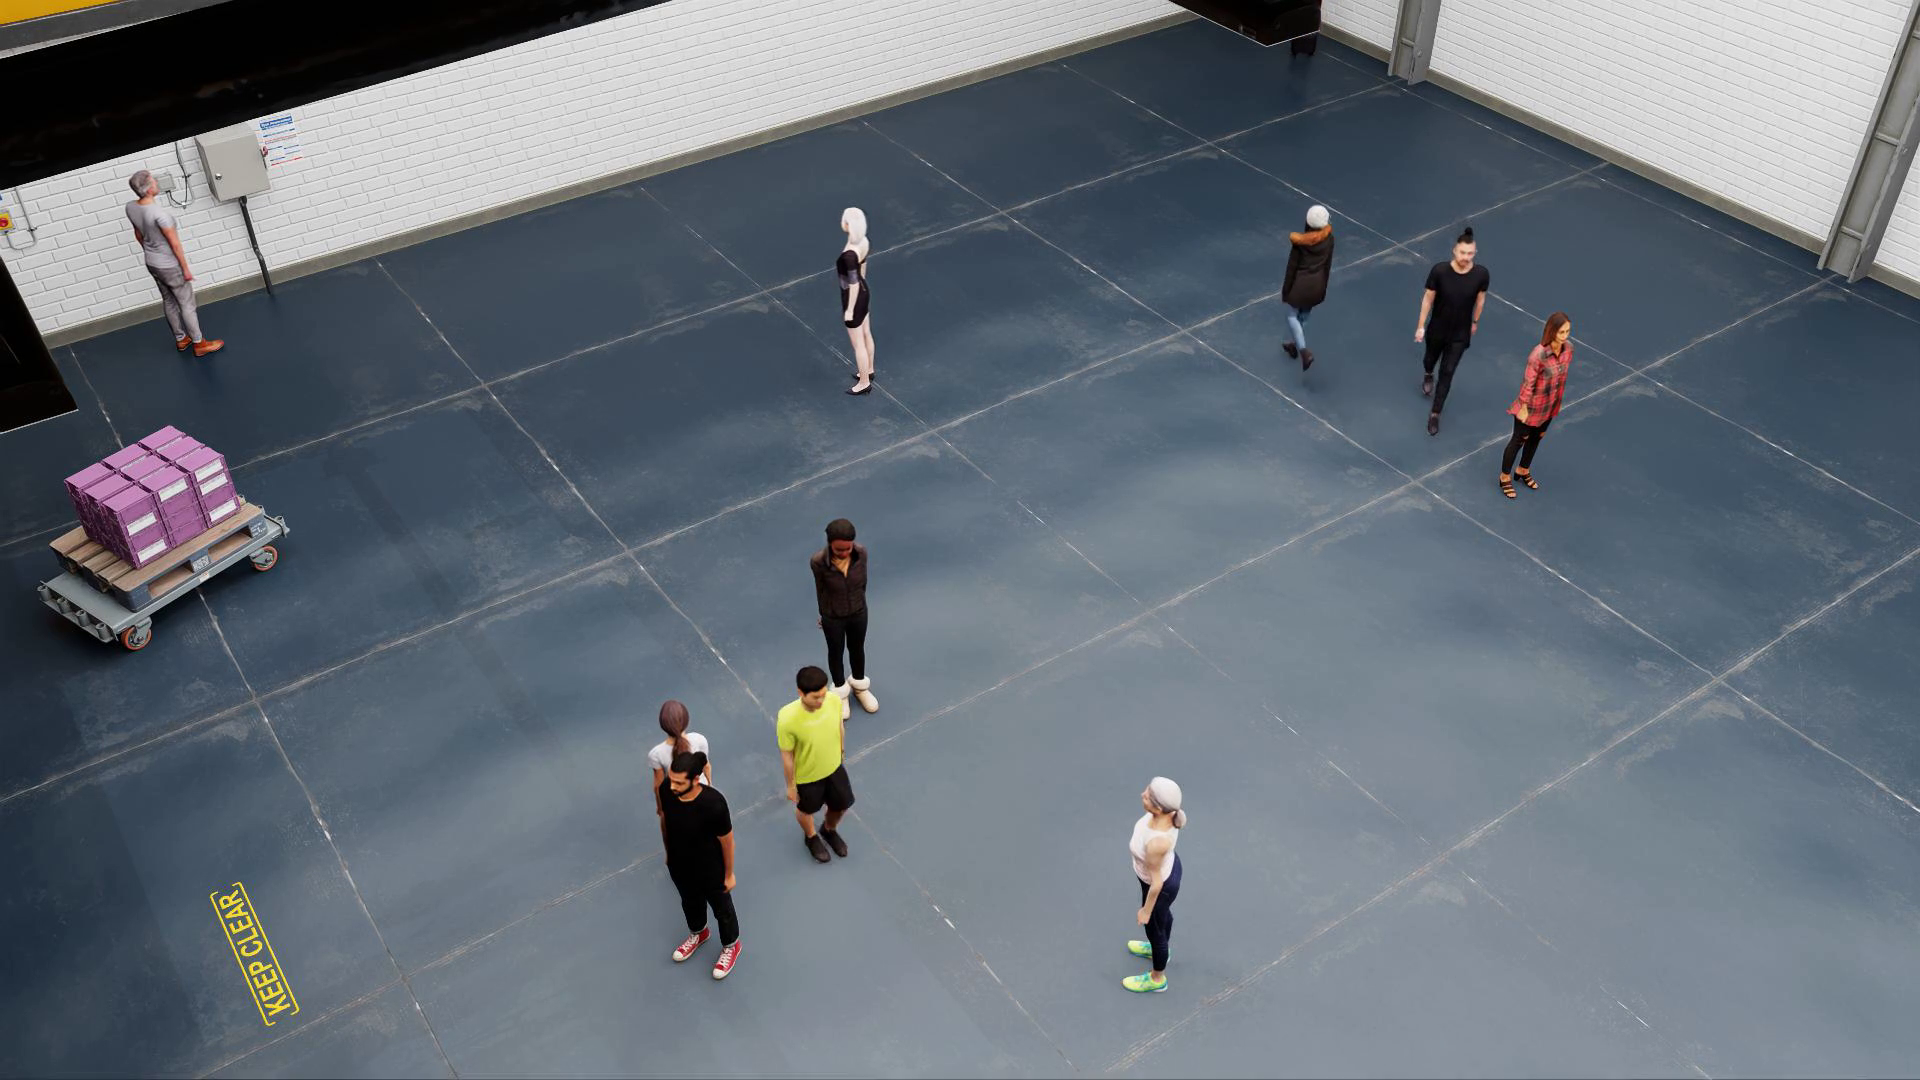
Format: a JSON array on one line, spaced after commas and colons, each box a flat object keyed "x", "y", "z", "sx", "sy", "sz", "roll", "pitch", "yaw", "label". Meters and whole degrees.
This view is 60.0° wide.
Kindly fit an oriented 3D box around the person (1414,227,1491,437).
[{"x": 4.269, "y": -1.920, "z": 14.571, "sx": 1.205, "sy": 1.825, "sz": 1.215, "roll": 9, "pitch": 40, "yaw": 12, "label": "person"}]

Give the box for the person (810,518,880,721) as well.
[{"x": -0.822, "y": 0.497, "z": 11.677, "sx": 0.657, "sy": 1.661, "sz": 0.606, "roll": -23, "pitch": 44, "yaw": -26, "label": "person"}]

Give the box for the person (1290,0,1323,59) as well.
[{"x": 4.390, "y": -6.874, "z": 20.952, "sx": 0.655, "sy": 1.604, "sz": 0.709, "roll": 5, "pitch": 39, "yaw": 7, "label": "person"}]

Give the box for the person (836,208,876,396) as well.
[{"x": -0.922, "y": -2.129, "z": 14.830, "sx": 0.706, "sy": 1.830, "sz": 0.657, "roll": 8, "pitch": 39, "yaw": 10, "label": "person"}]

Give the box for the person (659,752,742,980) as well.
[{"x": -1.539, "y": 1.896, "z": 9.848, "sx": 0.658, "sy": 1.758, "sz": 0.778, "roll": 17, "pitch": 42, "yaw": 20, "label": "person"}]

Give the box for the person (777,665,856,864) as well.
[{"x": -0.971, "y": 1.372, "z": 10.556, "sx": 0.635, "sy": 1.693, "sz": 0.609, "roll": -22, "pitch": 44, "yaw": -25, "label": "person"}]

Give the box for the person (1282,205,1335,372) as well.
[{"x": 3.182, "y": -2.282, "z": 15.191, "sx": 0.790, "sy": 1.619, "sz": 0.984, "roll": -10, "pitch": 40, "yaw": -12, "label": "person"}]

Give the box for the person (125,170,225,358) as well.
[{"x": -7.330, "y": -2.550, "z": 15.355, "sx": 0.671, "sy": 1.830, "sz": 0.826, "roll": 19, "pitch": 43, "yaw": 23, "label": "person"}]

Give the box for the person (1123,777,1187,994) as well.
[{"x": 1.162, "y": 2.012, "z": 9.747, "sx": 0.731, "sy": 1.701, "sz": 0.682, "roll": 8, "pitch": 39, "yaw": 10, "label": "person"}]

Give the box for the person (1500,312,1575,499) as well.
[{"x": 4.757, "y": -1.124, "z": 13.673, "sx": 0.638, "sy": 1.703, "sz": 0.578, "roll": -19, "pitch": 42, "yaw": -22, "label": "person"}]

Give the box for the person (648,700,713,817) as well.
[{"x": -1.707, "y": 1.599, "z": 10.378, "sx": 0.574, "sy": 1.559, "sz": 0.564, "roll": -16, "pitch": 41, "yaw": -19, "label": "person"}]
